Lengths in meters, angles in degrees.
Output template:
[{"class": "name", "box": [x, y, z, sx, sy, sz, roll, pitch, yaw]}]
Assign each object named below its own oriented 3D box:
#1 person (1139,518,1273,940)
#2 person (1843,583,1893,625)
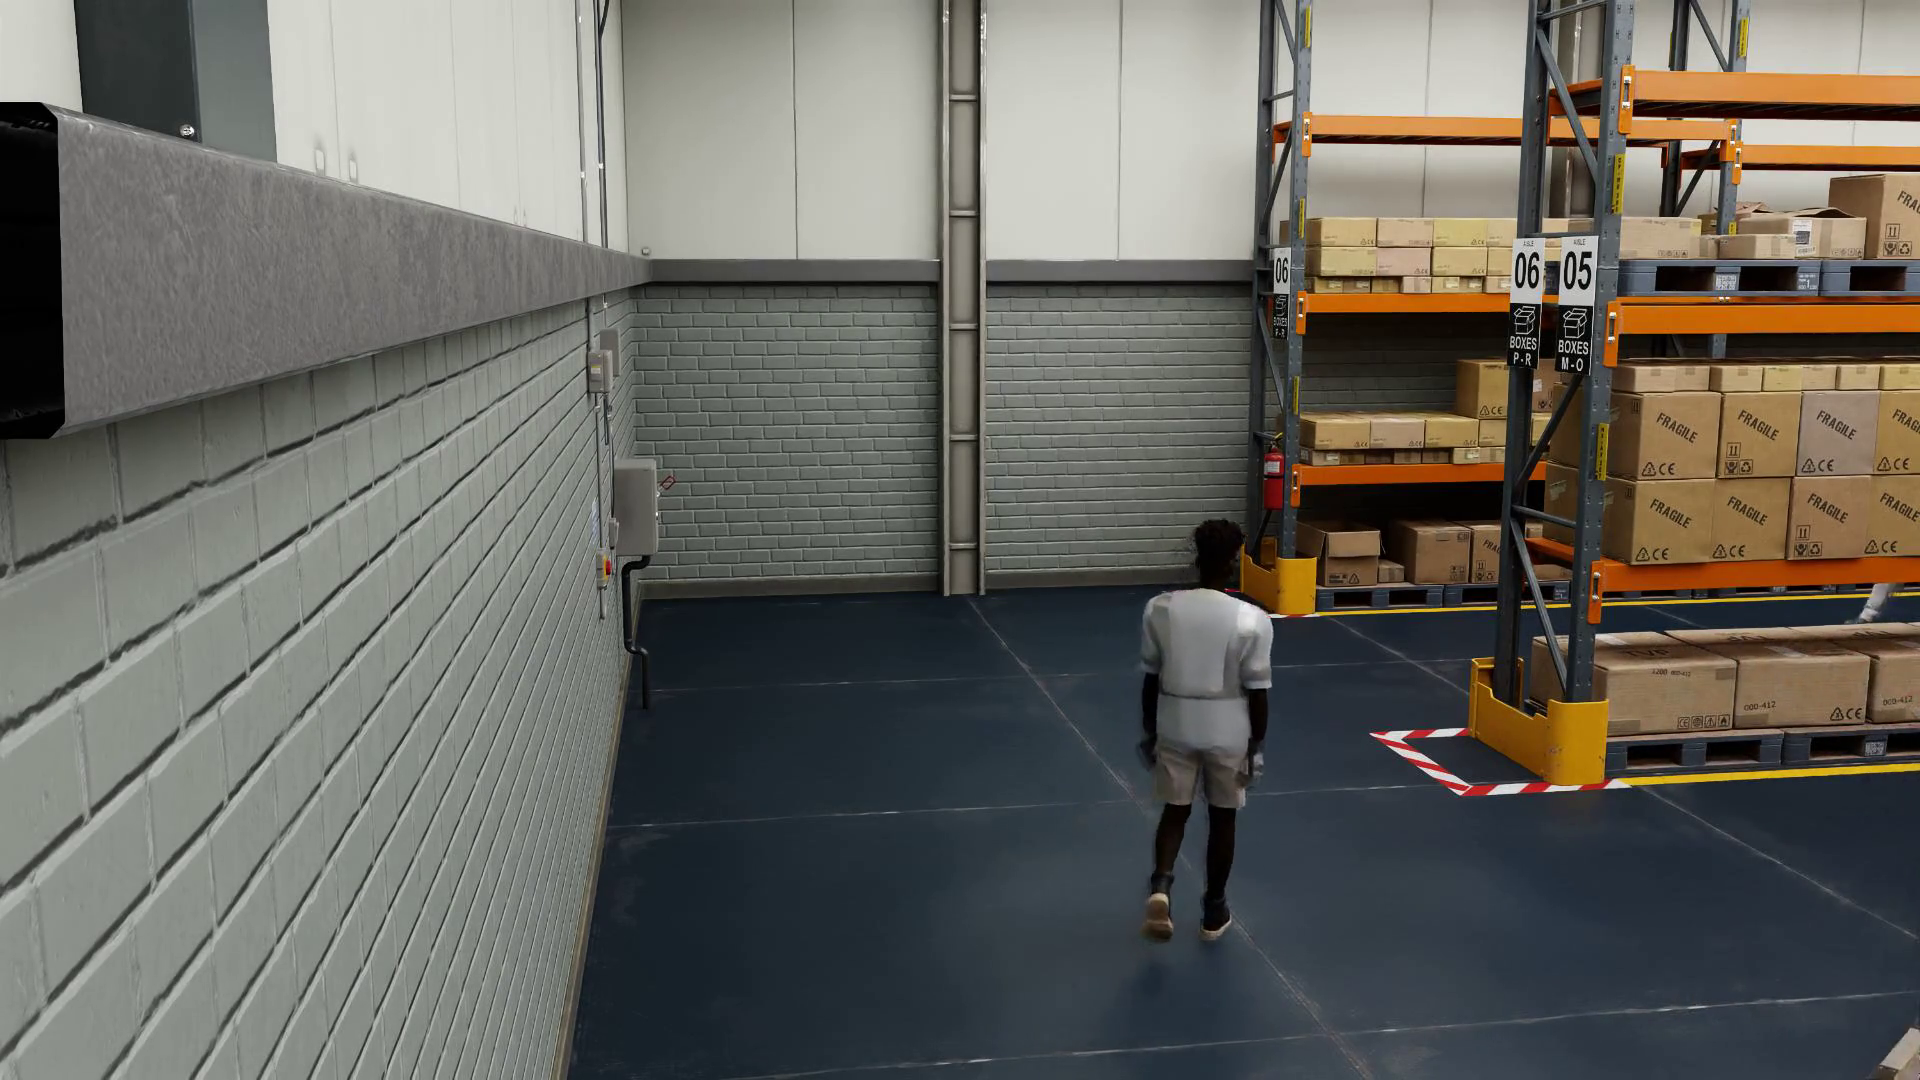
[{"class": "person", "box": [1.068, 0.872, 7.405, 0.621, 1.944, 0.618, 4, 10, 21]}, {"class": "person", "box": [7.812, -0.088, 13.673, 0.979, 1.833, 0.593, -3, 10, -19]}]
